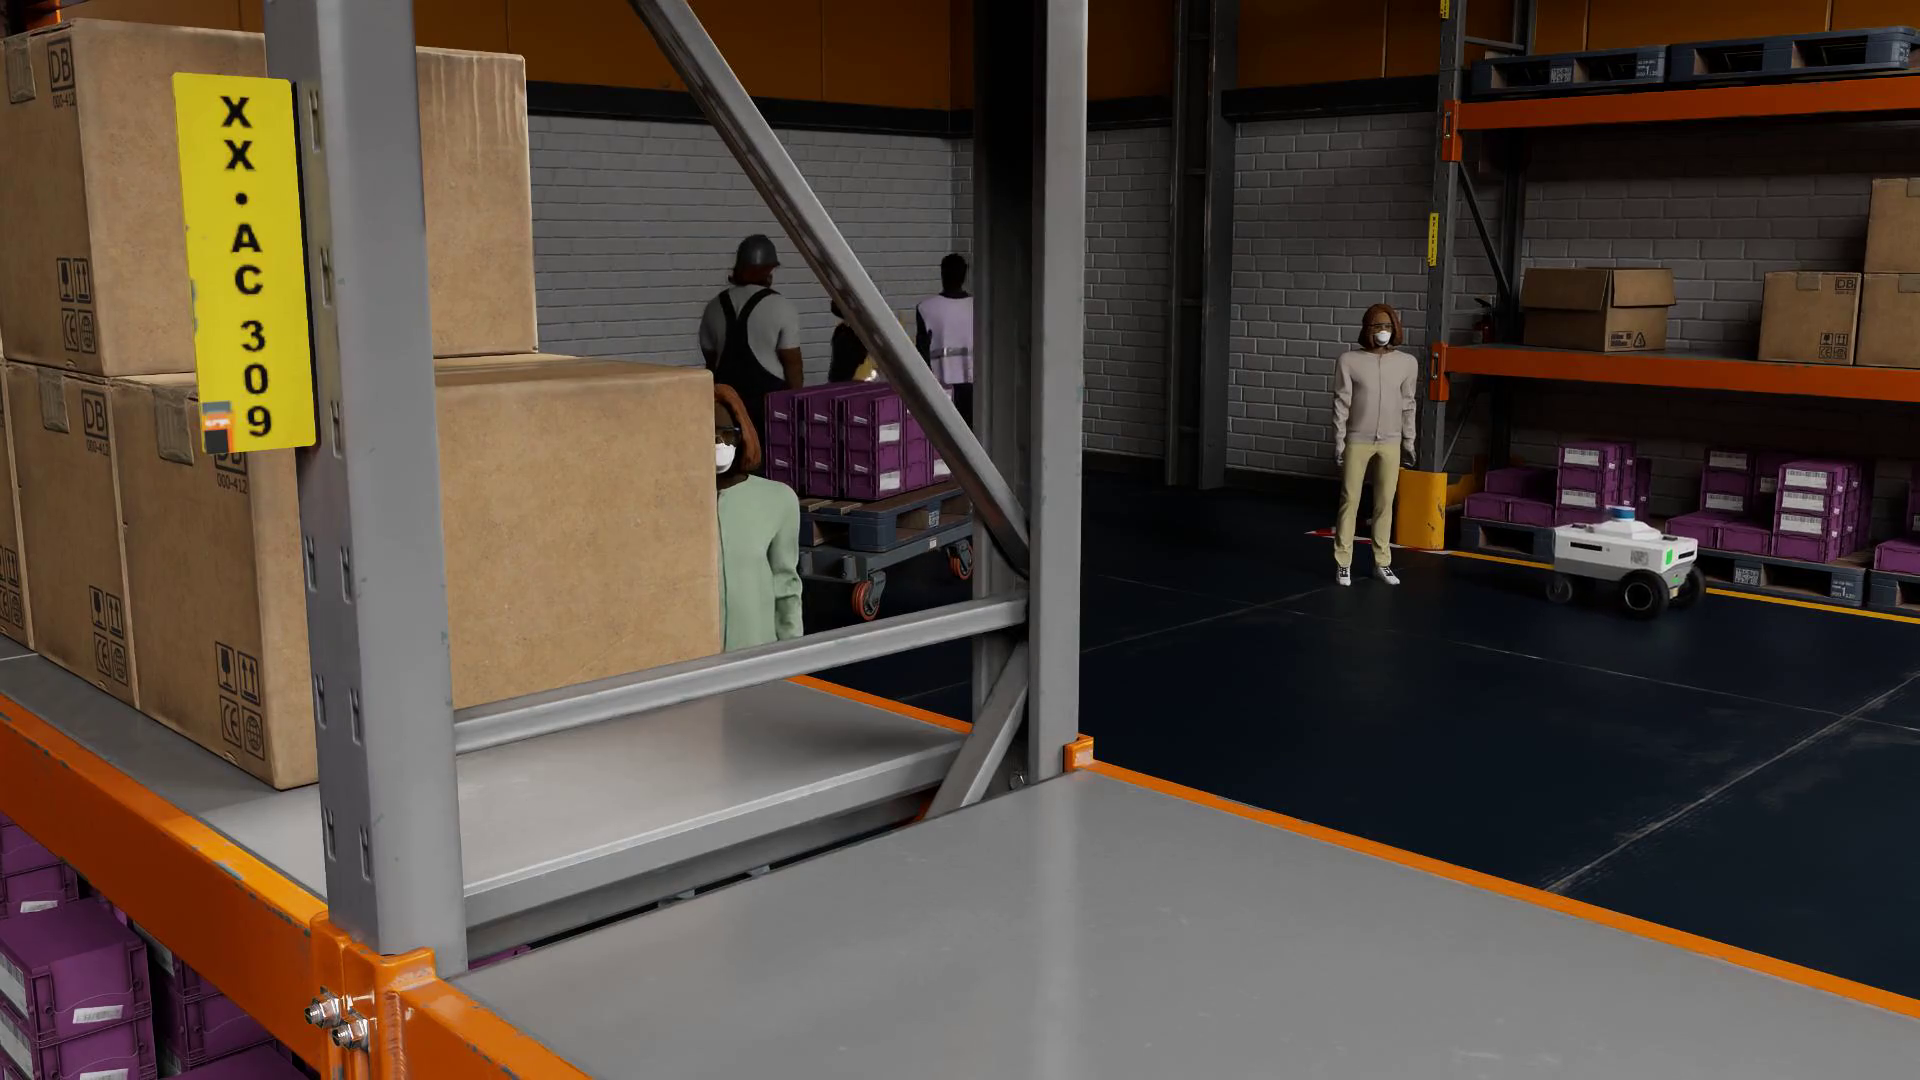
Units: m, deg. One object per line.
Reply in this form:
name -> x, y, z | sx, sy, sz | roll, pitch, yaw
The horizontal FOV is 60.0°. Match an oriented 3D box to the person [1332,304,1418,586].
person -> 2.396, -0.546, 9.629 | 0.498, 1.634, 0.280 | -1, 10, -5

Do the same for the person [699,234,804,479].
person -> -1.230, -0.879, 10.335 | 0.684, 2.000, 0.535 | 5, 12, 27

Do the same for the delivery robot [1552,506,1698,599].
delivery robot -> 3.588, 0.061, 9.010 | 0.477, 0.478, 0.707 | -9, 14, -41

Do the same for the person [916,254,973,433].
person -> -0.074, -1.151, 12.262 | 0.612, 1.872, 0.948 | -3, 11, -16

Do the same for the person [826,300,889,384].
person -> -0.586, -0.792, 10.589 | 0.969, 1.795, 0.624 | 2, 11, 9

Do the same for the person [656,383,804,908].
person -> -0.663, 0.381, 4.579 | 0.508, 1.632, 0.271 | -5, 11, -24
